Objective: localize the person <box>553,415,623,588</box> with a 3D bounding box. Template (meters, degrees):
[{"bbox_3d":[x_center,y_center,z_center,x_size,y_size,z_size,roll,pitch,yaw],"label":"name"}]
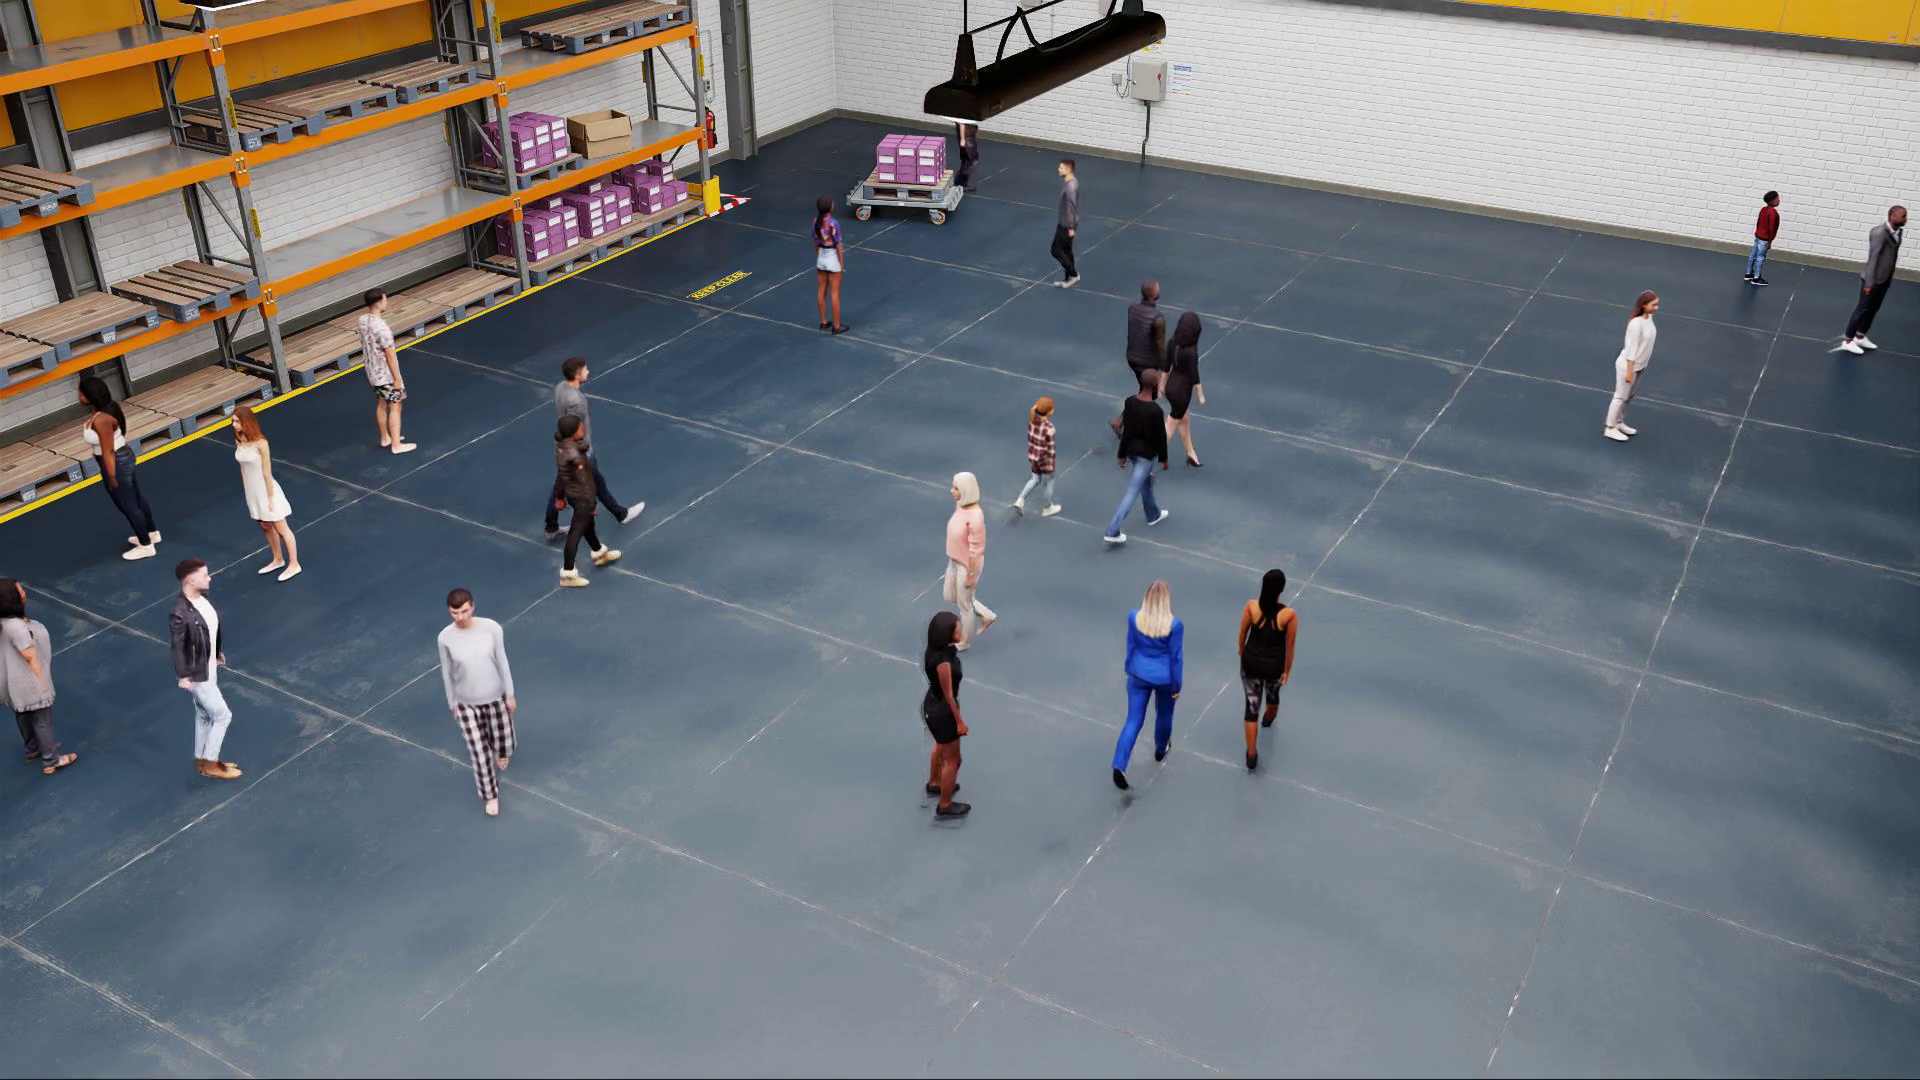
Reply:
[{"bbox_3d":[-3.343,-0.410,15.216,0.799,1.650,1.058,26,38,38],"label":"person"}]

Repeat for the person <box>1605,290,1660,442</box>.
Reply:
[{"bbox_3d":[7.229,-1.897,17.903,0.683,1.688,0.507,20,35,32],"label":"person"}]

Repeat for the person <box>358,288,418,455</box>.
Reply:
[{"bbox_3d":[-6.110,-1.787,17.573,0.713,1.811,0.641,23,36,35],"label":"person"}]

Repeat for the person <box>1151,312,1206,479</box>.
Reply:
[{"bbox_3d":[2.151,-1.411,16.937,1.101,1.758,0.966,-12,31,-21],"label":"person"}]

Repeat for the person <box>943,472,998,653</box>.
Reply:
[{"bbox_3d":[0.123,0.181,14.062,0.887,1.717,0.816,-11,30,-18],"label":"person"}]

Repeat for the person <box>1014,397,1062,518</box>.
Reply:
[{"bbox_3d":[0.754,-0.792,16.288,0.838,1.295,0.678,-21,35,-34],"label":"person"}]

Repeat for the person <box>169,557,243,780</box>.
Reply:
[{"bbox_3d":[-5.759,1.003,12.466,0.850,1.804,0.776,-1,29,-1],"label":"person"}]

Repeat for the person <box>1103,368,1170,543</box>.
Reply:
[{"bbox_3d":[1.665,-0.755,15.794,1.242,1.703,0.854,-23,36,-36],"label":"person"}]

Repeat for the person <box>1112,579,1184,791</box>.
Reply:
[{"bbox_3d":[1.396,1.102,12.424,0.667,1.669,1.109,13,31,23],"label":"person"}]

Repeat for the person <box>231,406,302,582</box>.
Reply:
[{"bbox_3d":[-6.372,-0.446,15.220,0.560,1.710,0.515,14,32,24],"label":"person"}]

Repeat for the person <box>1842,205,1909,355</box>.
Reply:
[{"bbox_3d":[11.065,-3.170,20.105,0.701,1.814,0.860,-18,33,-29],"label":"person"}]

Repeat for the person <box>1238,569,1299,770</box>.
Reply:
[{"bbox_3d":[2.300,0.990,12.672,0.756,1.628,1.090,8,30,14],"label":"person"}]

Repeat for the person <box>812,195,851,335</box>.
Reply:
[{"bbox_3d":[-1.636,-3.436,20.668,0.610,1.741,0.550,20,34,32],"label":"person"}]

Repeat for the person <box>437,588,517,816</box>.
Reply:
[{"bbox_3d":[-3.526,1.116,12.225,0.914,1.834,0.963,-9,30,-16],"label":"person"}]

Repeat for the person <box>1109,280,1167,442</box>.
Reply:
[{"bbox_3d":[1.900,-1.875,17.729,1.135,1.817,0.969,-18,33,-30],"label":"person"}]

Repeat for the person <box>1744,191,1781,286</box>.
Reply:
[{"bbox_3d":[10.800,-4.078,22.353,0.650,1.256,0.569,-2,29,-3],"label":"person"}]

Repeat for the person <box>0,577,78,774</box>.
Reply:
[{"bbox_3d":[-7.130,1.019,12.644,0.622,1.605,0.650,17,33,28],"label":"person"}]

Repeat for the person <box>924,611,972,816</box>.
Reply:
[{"bbox_3d":[-0.147,1.274,12.050,0.785,1.726,0.686,-6,29,-10],"label":"person"}]

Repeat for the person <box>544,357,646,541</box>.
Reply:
[{"bbox_3d":[-3.732,-0.813,15.795,1.332,1.803,1.045,-20,34,-32],"label":"person"}]

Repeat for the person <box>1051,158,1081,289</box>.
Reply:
[{"bbox_3d":[1.505,-4.180,22.021,0.790,1.752,0.703,2,29,5],"label":"person"}]

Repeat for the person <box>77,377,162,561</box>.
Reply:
[{"bbox_3d":[-7.864,-0.697,15.581,0.812,1.805,0.754,-8,30,-14],"label":"person"}]
